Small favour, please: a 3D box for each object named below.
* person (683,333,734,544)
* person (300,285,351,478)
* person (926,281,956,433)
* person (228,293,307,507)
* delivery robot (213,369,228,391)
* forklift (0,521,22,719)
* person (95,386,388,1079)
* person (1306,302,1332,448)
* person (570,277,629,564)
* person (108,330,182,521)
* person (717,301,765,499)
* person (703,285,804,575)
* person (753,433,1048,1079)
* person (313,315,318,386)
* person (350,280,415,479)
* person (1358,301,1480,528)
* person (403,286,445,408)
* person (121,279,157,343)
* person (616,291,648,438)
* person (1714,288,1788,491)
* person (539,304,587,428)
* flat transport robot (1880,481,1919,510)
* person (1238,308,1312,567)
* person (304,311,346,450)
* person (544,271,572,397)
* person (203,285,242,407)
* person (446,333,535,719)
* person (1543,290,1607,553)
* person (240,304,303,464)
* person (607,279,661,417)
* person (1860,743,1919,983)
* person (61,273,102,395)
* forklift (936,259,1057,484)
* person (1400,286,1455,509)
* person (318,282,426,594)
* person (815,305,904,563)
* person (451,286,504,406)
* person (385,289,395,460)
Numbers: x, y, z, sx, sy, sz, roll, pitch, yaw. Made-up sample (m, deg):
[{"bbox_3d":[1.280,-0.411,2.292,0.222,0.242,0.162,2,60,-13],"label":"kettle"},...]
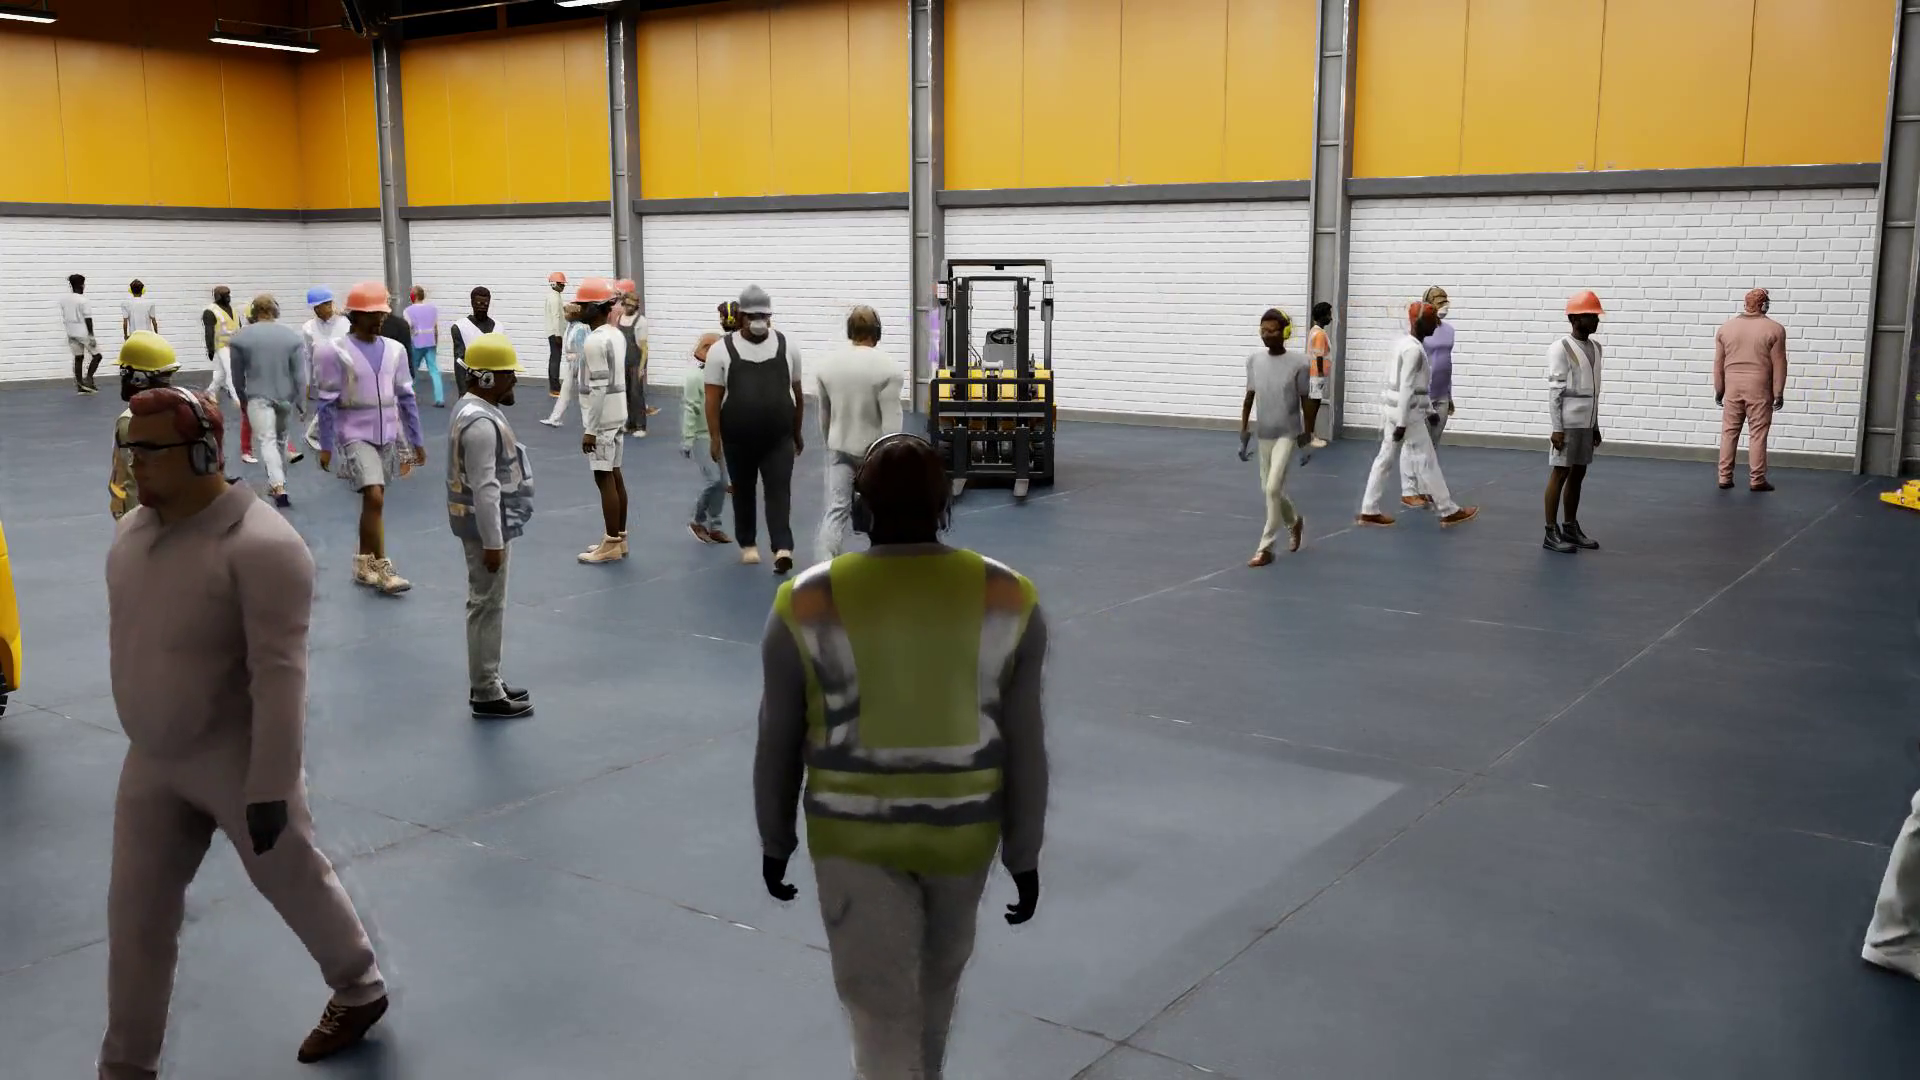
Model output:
[{"bbox_3d":[-1.868,-0.762,12.642,0.338,1.614,0.542,6,11,32],"label":"person"},{"bbox_3d":[-6.195,-1.555,16.479,0.627,1.919,0.458,0,10,2],"label":"person"},{"bbox_3d":[-0.083,-2.252,20.675,0.845,1.900,0.571,6,11,30],"label":"person"},{"bbox_3d":[-6.114,-1.243,14.783,0.616,1.887,1.069,-6,11,-33],"label":"person"},{"bbox_3d":[-11.539,-2.571,26.313,0.477,0.478,0.707,-9,13,-41],"label":"delivery robot"},{"bbox_3d":[-5.296,-0.090,6.943,1.214,2.155,2.313,7,12,35],"label":"forklift"},{"bbox_3d":[-1.885,0.536,4.226,0.661,1.862,0.985,4,10,24],"label":"person"},{"bbox_3d":[4.157,-1.915,19.315,0.320,1.689,0.530,1,10,6],"label":"person"},{"bbox_3d":[-2.578,-0.848,11.905,0.375,2.044,0.605,0,10,3],"label":"person"},{"bbox_3d":[-3.802,-0.072,7.898,0.404,1.837,0.588,0,10,2],"label":"person"},{"bbox_3d":[-1.961,-1.268,15.157,0.985,1.807,0.547,6,11,31],"label":"person"},{"bbox_3d":[-1.410,-0.787,11.548,0.703,2.000,1.028,-2,10,-13],"label":"person"},{"bbox_3d":[-0.131,0.662,3.687,0.630,1.797,0.971,-2,10,-10],"label":"person"},{"bbox_3d":[-10.928,-3.473,28.772,0.551,1.621,0.521,-4,10,-23],"label":"person"},{"bbox_3d":[-5.607,-1.519,16.085,0.630,1.975,0.433,2,10,10],"label":"person"},{"bbox_3d":[3.715,-0.998,13.416,0.990,1.831,0.596,1,10,3],"label":"person"},{"bbox_3d":[-7.939,-2.844,24.538,0.955,1.800,0.581,8,13,40],"label":"person"},{"bbox_3d":[-12.960,-3.182,26.321,0.513,1.872,0.328,-5,11,-27],"label":"person"},{"bbox_3d":[-4.003,-2.136,20.299,0.620,1.802,0.453,8,12,38],"label":"person"},{"bbox_3d":[7.455,-1.414,15.683,0.403,1.906,0.651,-9,13,-43],"label":"person"},{"bbox_3d":[-4.977,-2.207,21.305,0.885,1.590,0.542,-7,12,-35],"label":"person"},{"bbox_3d":[8.893,-0.391,14.454,1.431,0.197,0.652,0,10,-3],"label":"flat transport robot"},{"bbox_3d":[2.309,-0.756,11.988,0.521,1.841,0.851,7,12,38],"label":"person"},{"bbox_3d":[-7.137,-1.809,18.949,0.827,1.605,0.516,4,10,20],"label":"person"},{"bbox_3d":[-6.409,-3.271,26.492,0.392,1.991,0.613,-3,10,-16],"label":"person"},{"bbox_3d":[-10.933,-2.870,24.644,0.884,1.813,0.619,3,10,16],"label":"person"},{"bbox_3d":[-2.221,-0.065,7.900,0.403,1.826,0.592,-3,10,-18],"label":"person"},{"bbox_3d":[4.595,-0.879,12.391,0.545,1.942,0.353,-7,12,-36],"label":"person"},{"bbox_3d":[-7.378,-1.643,17.607,0.929,1.714,0.551,7,12,36],"label":"person"},{"bbox_3d":[-4.621,-2.591,22.700,1.005,1.933,0.594,-5,11,-27],"label":"person"},{"bbox_3d":[3.060,0.443,4.665,0.612,1.884,0.925,-9,13,-43],"label":"person"},{"bbox_3d":[-14.169,-3.317,26.853,0.645,1.953,0.455,4,10,22],"label":"person"},{"bbox_3d":[0.370,-1.738,16.759,1.214,2.155,2.313,1,10,3],"label":"forklift"},{"bbox_3d":[4.114,-1.247,14.592,0.627,1.941,0.371,-7,12,-36],"label":"person"},{"bbox_3d":[-3.749,-0.650,10.799,0.852,2.014,0.645,7,12,35],"label":"person"},{"bbox_3d":[-0.625,-0.560,10.689,0.648,1.879,1.067,4,10,23],"label":"person"},{"bbox_3d":[-4.638,-1.486,16.092,0.398,1.915,0.588,7,12,34],"label":"person"},{"bbox_3d":[-6.408,-1.840,18.269,0.584,1.898,0.742,-9,13,-44],"label":"person"}]
